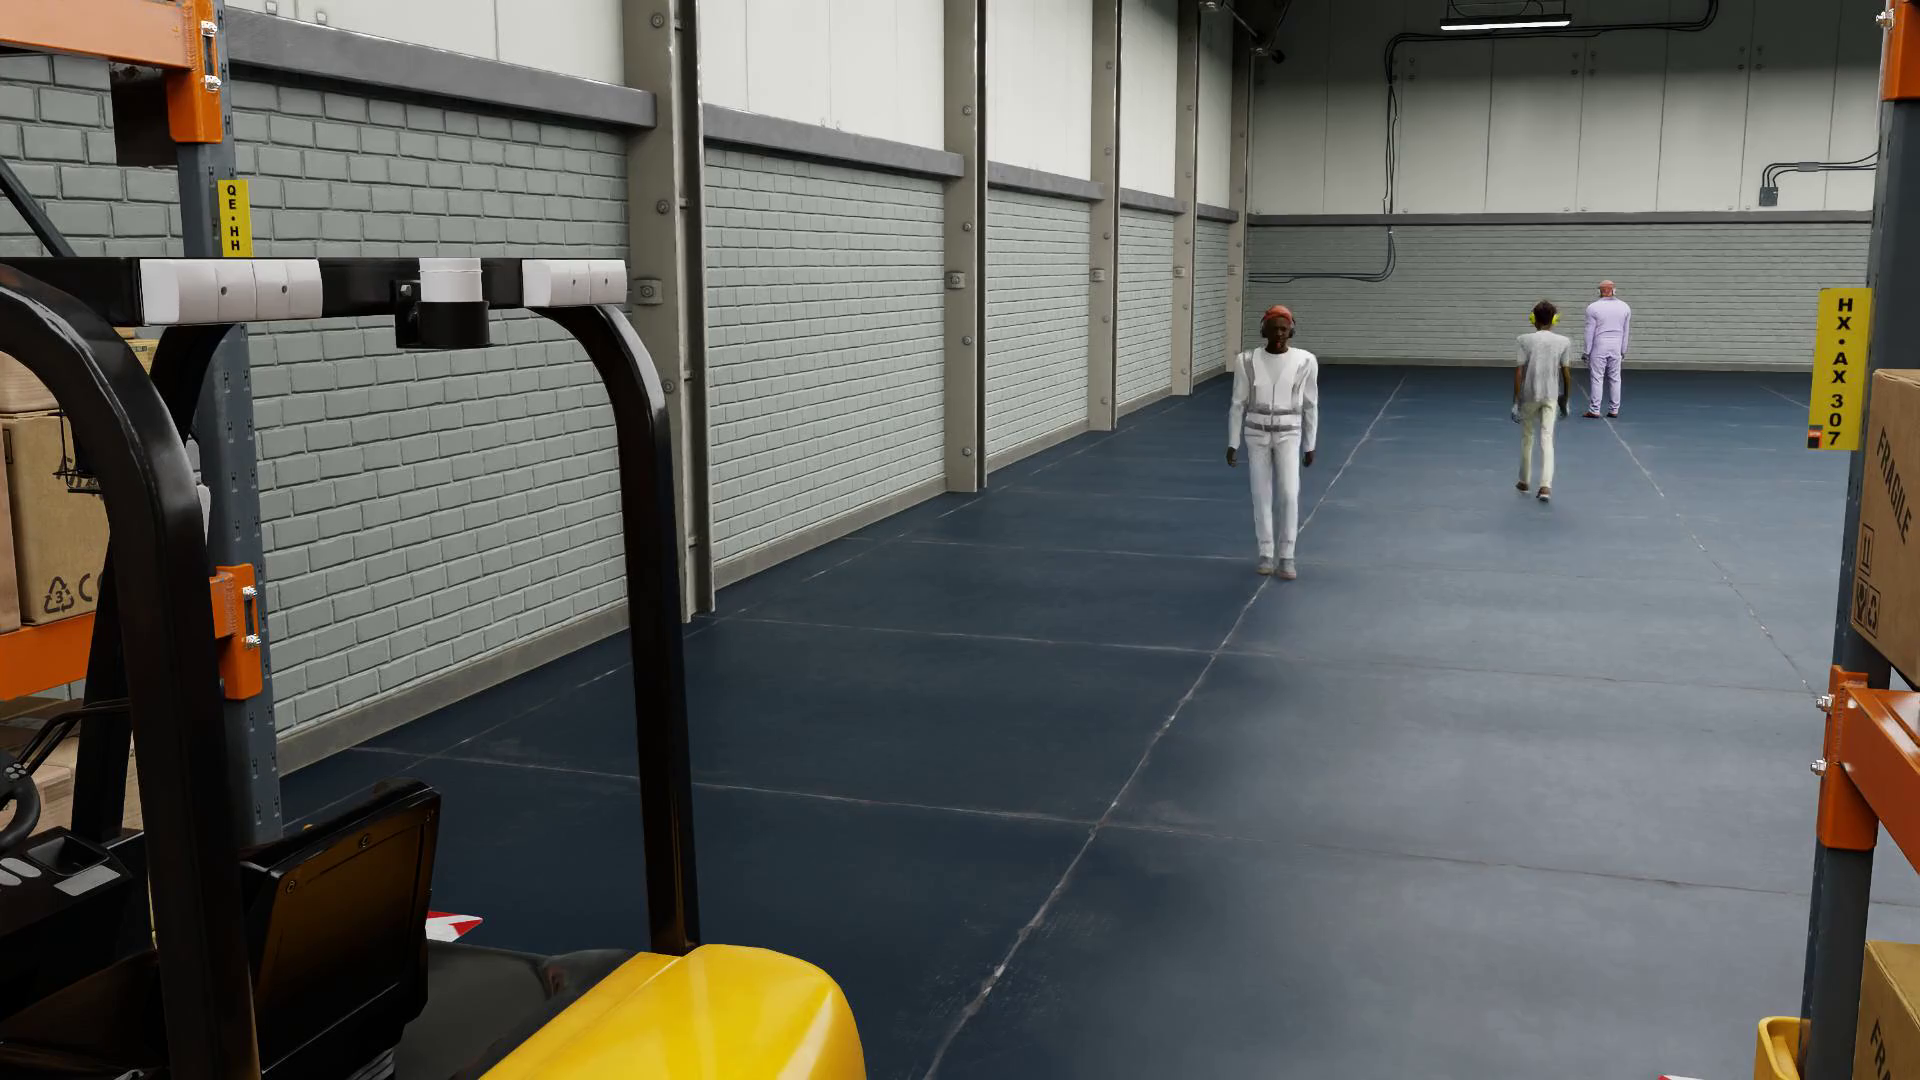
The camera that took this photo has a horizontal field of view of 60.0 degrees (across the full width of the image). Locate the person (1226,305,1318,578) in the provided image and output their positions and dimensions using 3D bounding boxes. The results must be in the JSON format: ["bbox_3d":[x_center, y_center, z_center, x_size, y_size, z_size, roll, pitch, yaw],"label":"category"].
[{"bbox_3d":[2.127,-0.661,11.381,0.597,1.861,0.639,2,10,14],"label":"person"}]

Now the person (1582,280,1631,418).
[{"bbox_3d":[8.914,-2.633,23.029,0.643,1.905,0.400,-1,10,-7],"label":"person"}]

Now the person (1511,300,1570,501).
[{"bbox_3d":[5.339,-1.285,15.273,0.543,1.822,0.997,2,10,9],"label":"person"}]
